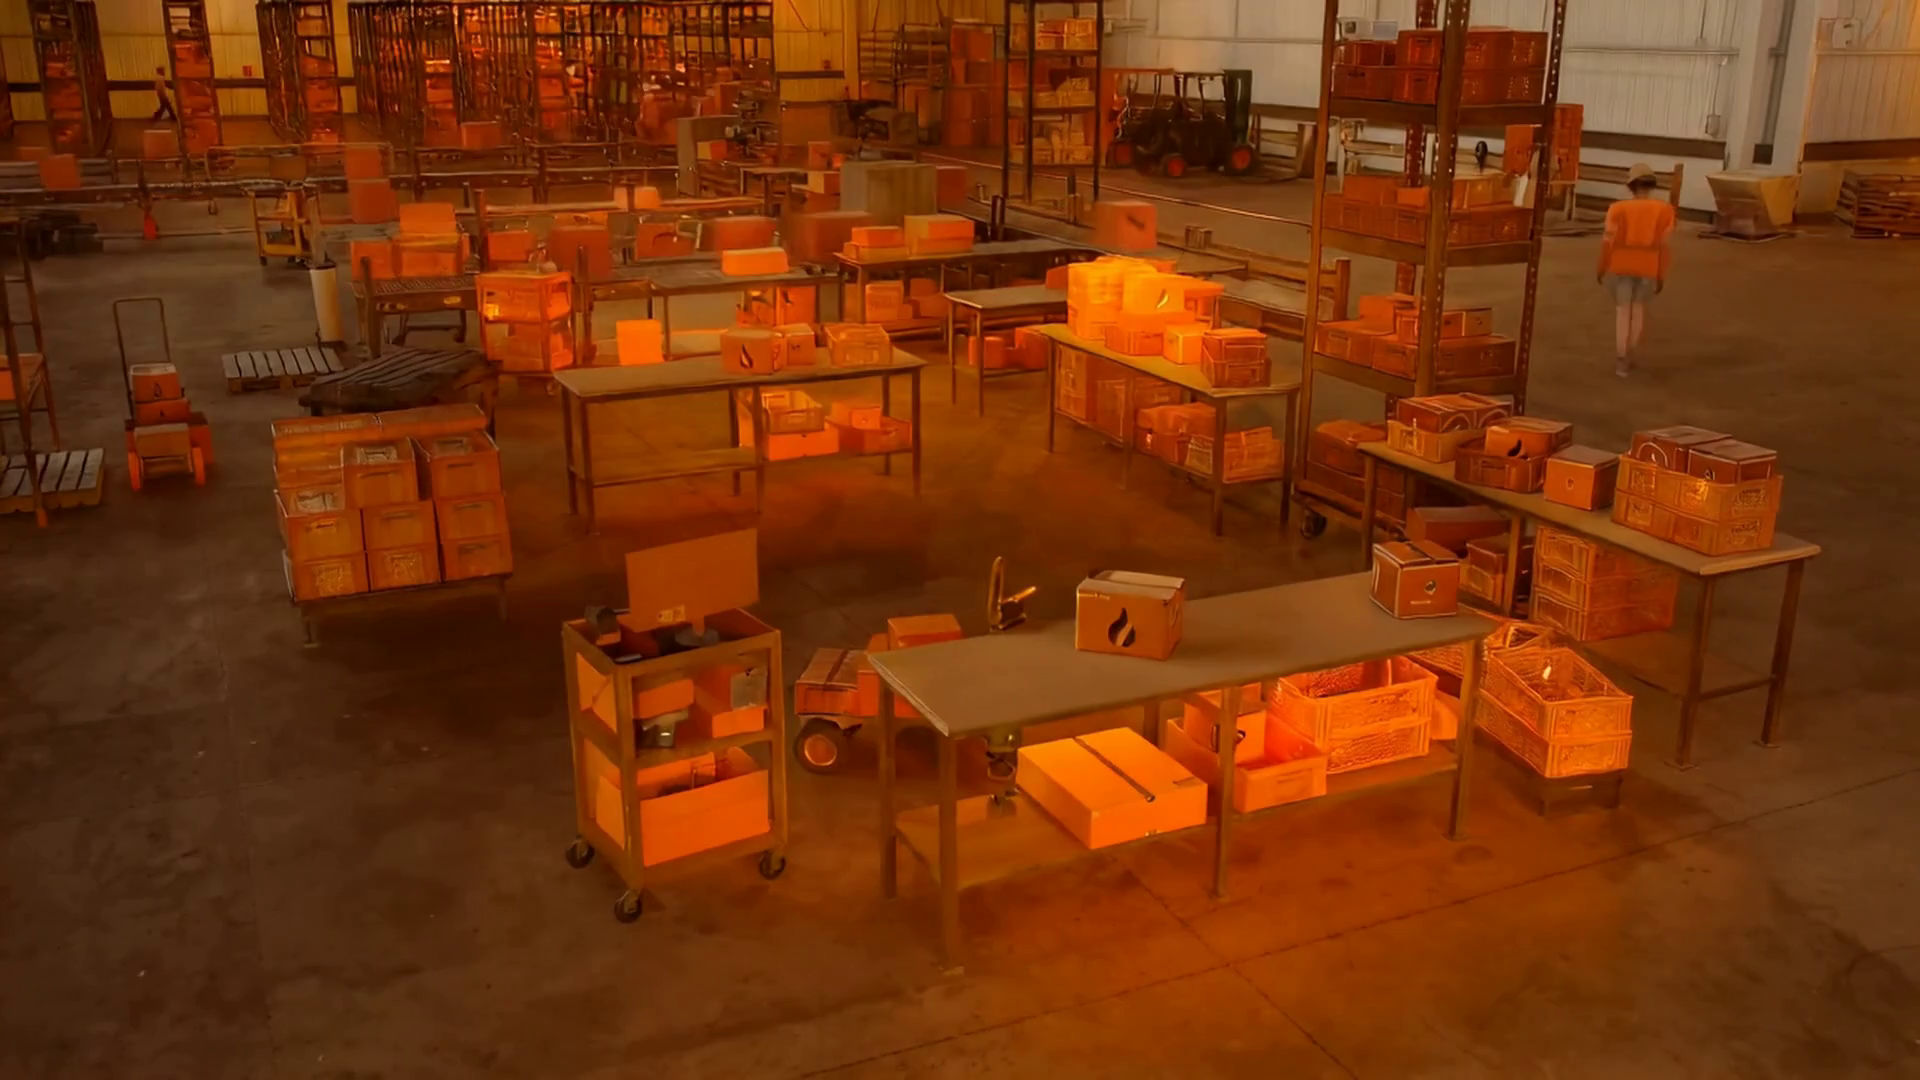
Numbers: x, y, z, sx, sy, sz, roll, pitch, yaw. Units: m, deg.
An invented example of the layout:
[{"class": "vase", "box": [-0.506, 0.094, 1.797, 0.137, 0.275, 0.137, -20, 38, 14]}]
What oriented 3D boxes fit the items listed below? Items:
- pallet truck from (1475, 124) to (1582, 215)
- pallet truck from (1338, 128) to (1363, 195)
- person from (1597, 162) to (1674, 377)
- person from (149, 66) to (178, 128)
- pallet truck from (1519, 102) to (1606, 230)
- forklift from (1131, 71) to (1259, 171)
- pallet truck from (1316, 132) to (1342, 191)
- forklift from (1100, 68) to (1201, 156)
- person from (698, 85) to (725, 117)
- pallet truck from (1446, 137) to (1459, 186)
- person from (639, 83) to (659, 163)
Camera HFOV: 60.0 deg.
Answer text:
[{"class": "pallet truck", "box": [9.707, -6.455, 28.103, 1.885, 1.965, 0.823, -7, 19, -20]}, {"class": "pallet truck", "box": [7.845, -7.140, 31.411, 1.522, 1.261, 0.704, -9, 20, -25]}, {"class": "person", "box": [6.466, -2.623, 16.056, 0.601, 1.988, 0.979, 2, 18, 7]}, {"class": "person", "box": [-24.020, -13.312, 49.979, 0.745, 1.827, 0.574, -8, 19, -22]}, {"class": "pallet truck", "box": [9.972, -6.037, 26.785, 1.885, 1.965, 0.823, -9, 20, -25]}, {"class": "forklift", "box": [4.998, -8.936, 35.413, 2.680, 1.987, 1.157, -9, 20, -25]}, {"class": "pallet truck", "box": [7.723, -7.504, 32.656, 1.601, 1.201, 0.680, -8, 19, -23]}, {"class": "forklift", "box": [4.082, -9.564, 37.410, 2.680, 1.987, 1.157, -8, 19, -23]}, {"class": "person", "box": [-5.347, -8.947, 36.192, 1.010, 1.853, 0.646, 10, 20, 29]}, {"class": "pallet truck", "box": [9.184, -6.485, 29.328, 1.630, 1.274, 0.653, -8, 19, -23]}, {"class": "person", "box": [-7.135, -9.393, 37.644, 0.610, 1.815, 0.620, -6, 19, -19]}]
